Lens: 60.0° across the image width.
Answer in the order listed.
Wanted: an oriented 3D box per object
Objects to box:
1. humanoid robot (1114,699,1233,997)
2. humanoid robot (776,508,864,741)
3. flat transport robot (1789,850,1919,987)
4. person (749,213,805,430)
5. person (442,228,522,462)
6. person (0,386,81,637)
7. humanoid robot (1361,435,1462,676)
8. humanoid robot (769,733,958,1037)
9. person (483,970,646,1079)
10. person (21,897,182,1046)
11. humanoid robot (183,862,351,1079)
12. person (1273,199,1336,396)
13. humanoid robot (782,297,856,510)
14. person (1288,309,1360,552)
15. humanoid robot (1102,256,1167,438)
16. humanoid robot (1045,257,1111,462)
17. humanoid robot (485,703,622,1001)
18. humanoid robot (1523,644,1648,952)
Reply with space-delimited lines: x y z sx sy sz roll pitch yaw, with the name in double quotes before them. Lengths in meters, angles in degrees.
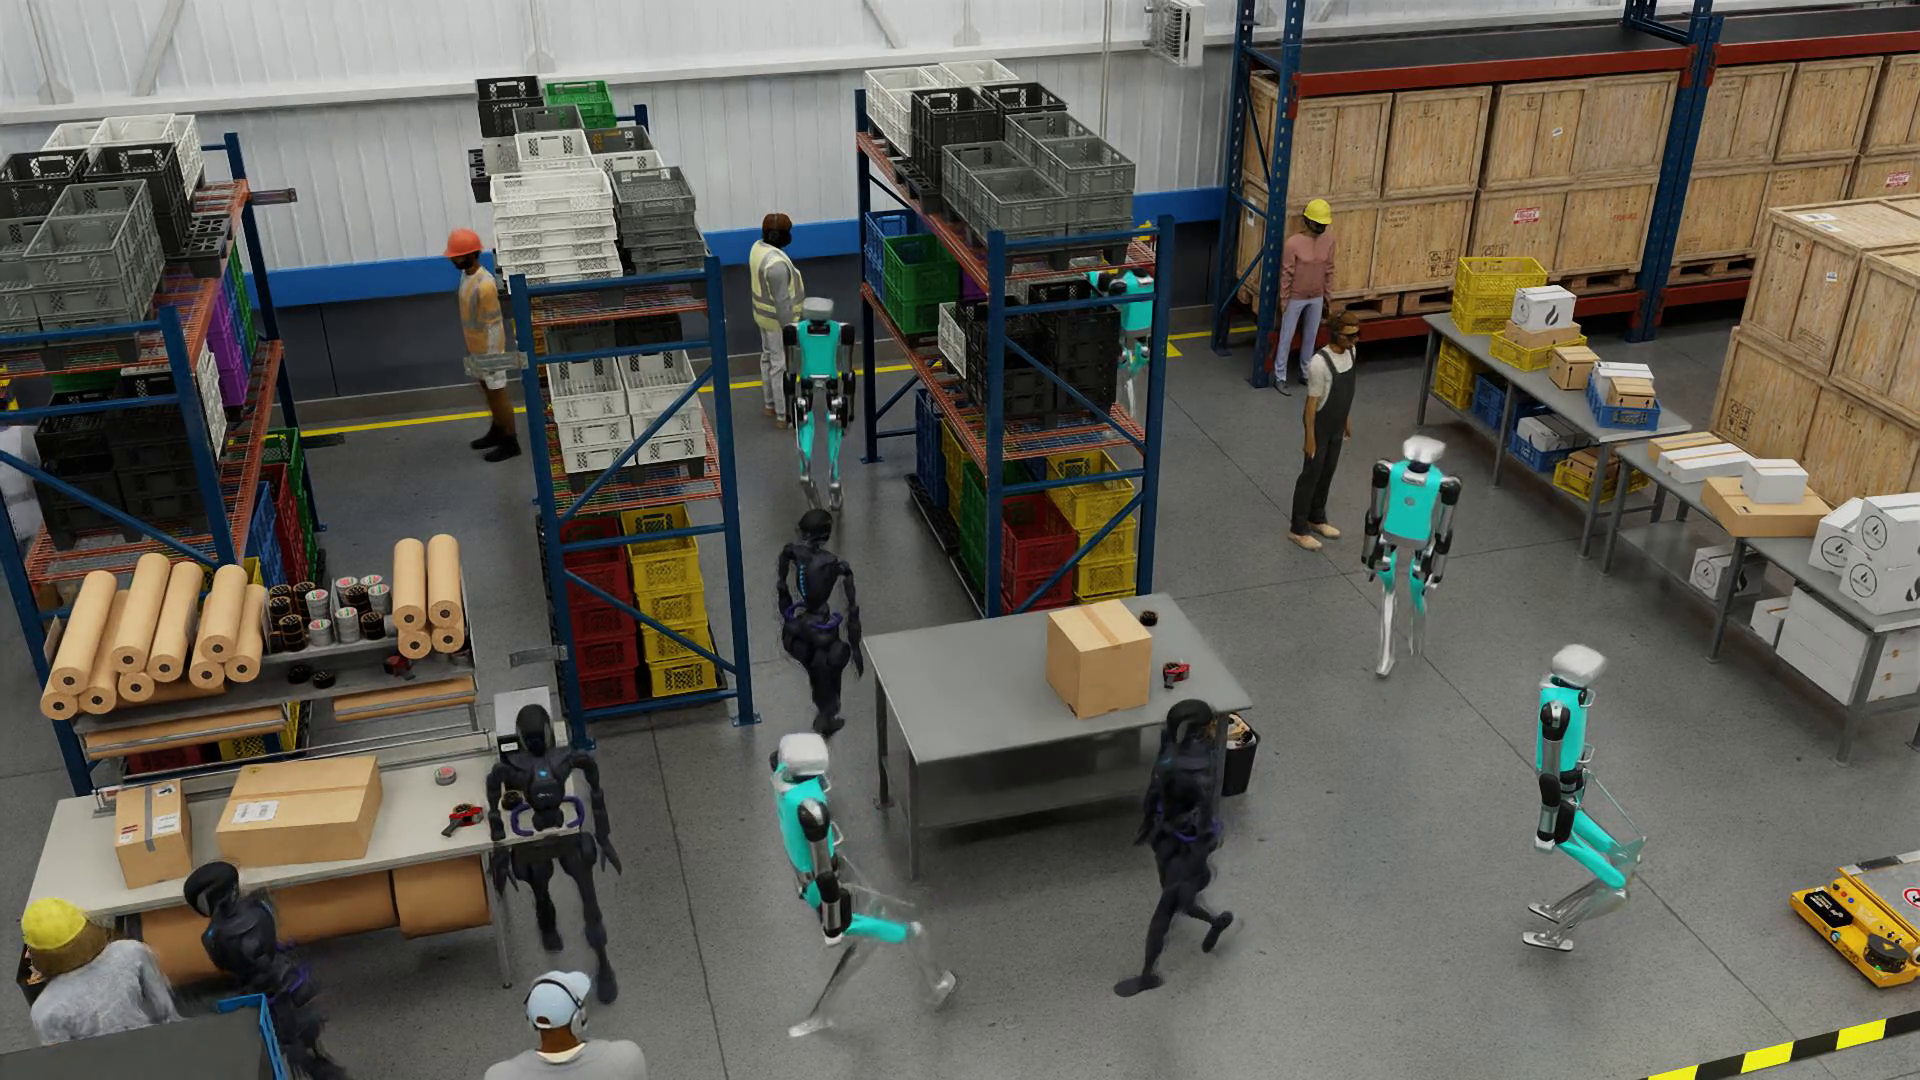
"humanoid robot" 1.091 1.469 8.061 0.717 1.637 0.599 -10 30 -17
"humanoid robot" -0.874 0.570 9.686 0.591 1.640 0.654 16 33 27
"flat transport robot" 5.163 1.916 8.676 1.431 0.231 0.659 -8 30 -14
"person" -1.501 -1.826 13.857 0.430 1.838 0.618 -11 31 -20
"person" -3.822 -1.556 13.263 0.376 1.932 0.550 -17 33 -28
"person" -5.973 -0.145 10.652 0.621 1.979 1.081 -6 29 -10
"humanoid robot" 2.844 0.130 10.517 0.546 1.896 0.764 14 32 23
"humanoid robot" -0.384 1.584 7.777 0.963 1.765 0.547 -12 31 -20
"person" -1.428 2.349 6.248 0.589 1.848 0.403 -7 30 -13
"person" -3.372 2.151 6.738 0.516 1.718 0.500 14 32 24
"humanoid robot" -2.954 1.989 7.131 0.747 1.629 0.618 -24 37 -37
"person" 3.012 -2.110 14.455 0.522 1.761 0.336 -11 30 -18
"humanoid robot" -1.018 -0.862 12.208 0.542 1.771 0.911 -2 29 -4
"person" 2.644 -0.802 11.995 0.341 1.838 0.505 25 37 37
"humanoid robot" 1.305 -1.594 13.541 0.565 1.774 0.854 -11 31 -20
"humanoid robot" 0.944 -1.334 13.119 0.554 1.842 0.682 -2 29 -4
"humanoid robot" -1.966 1.471 8.066 0.601 1.632 0.640 -9 30 -16
"humanoid robot" 3.101 1.313 8.112 0.735 1.674 0.533 15 32 25
